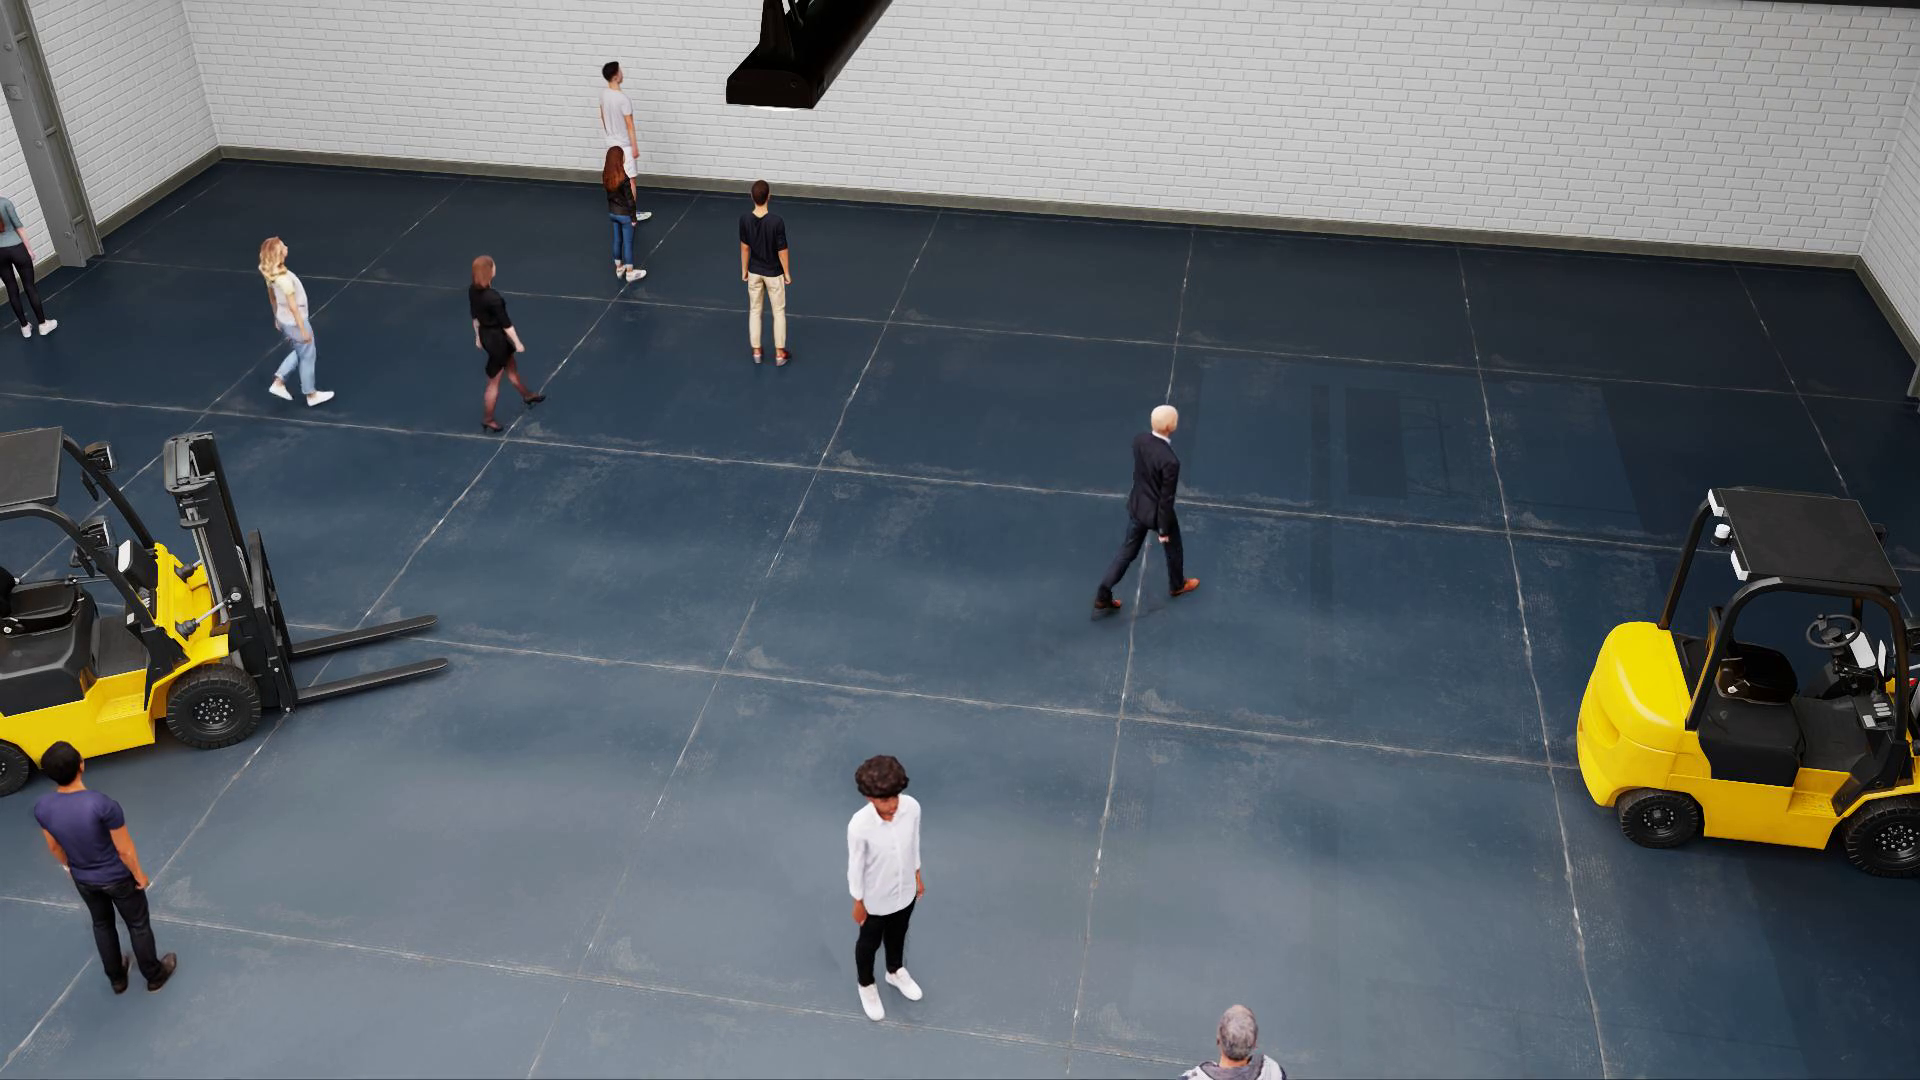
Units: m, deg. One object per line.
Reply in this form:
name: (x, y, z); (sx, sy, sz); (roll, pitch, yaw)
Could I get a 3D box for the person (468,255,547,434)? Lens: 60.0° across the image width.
person: (-4.274, -1.729, 15.033); (1.056, 1.679, 0.937); (-28, 43, -35)

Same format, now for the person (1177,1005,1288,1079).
person: (1.271, 2.988, 7.833); (0.902, 1.794, 1.009); (-10, 35, -14)

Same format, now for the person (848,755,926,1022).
person: (-0.425, 1.939, 9.398); (0.690, 1.809, 0.751); (-21, 39, -29)

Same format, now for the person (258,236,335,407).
person: (-6.232, -1.964, 15.357); (0.942, 1.712, 0.872); (-24, 41, -32)

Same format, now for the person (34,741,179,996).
person: (-4.899, 1.903, 9.471); (0.662, 1.788, 0.589); (1, 34, 1)

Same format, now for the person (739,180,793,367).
person: (-1.888, -2.597, 16.185); (0.641, 1.851, 0.555); (7, 34, 11)

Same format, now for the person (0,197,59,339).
person: (-9.539, -2.868, 16.689); (0.649, 1.743, 0.652); (-6, 34, -9)

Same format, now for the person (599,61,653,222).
person: (-3.925, -4.599, 19.193); (0.762, 1.854, 0.770); (27, 42, 34)

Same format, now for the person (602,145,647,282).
person: (-3.659, -3.533, 17.927); (0.625, 1.481, 0.638); (22, 39, 29)

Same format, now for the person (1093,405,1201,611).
person: (1.384, -0.191, 12.644); (1.265, 1.764, 1.219); (-20, 39, -27)
